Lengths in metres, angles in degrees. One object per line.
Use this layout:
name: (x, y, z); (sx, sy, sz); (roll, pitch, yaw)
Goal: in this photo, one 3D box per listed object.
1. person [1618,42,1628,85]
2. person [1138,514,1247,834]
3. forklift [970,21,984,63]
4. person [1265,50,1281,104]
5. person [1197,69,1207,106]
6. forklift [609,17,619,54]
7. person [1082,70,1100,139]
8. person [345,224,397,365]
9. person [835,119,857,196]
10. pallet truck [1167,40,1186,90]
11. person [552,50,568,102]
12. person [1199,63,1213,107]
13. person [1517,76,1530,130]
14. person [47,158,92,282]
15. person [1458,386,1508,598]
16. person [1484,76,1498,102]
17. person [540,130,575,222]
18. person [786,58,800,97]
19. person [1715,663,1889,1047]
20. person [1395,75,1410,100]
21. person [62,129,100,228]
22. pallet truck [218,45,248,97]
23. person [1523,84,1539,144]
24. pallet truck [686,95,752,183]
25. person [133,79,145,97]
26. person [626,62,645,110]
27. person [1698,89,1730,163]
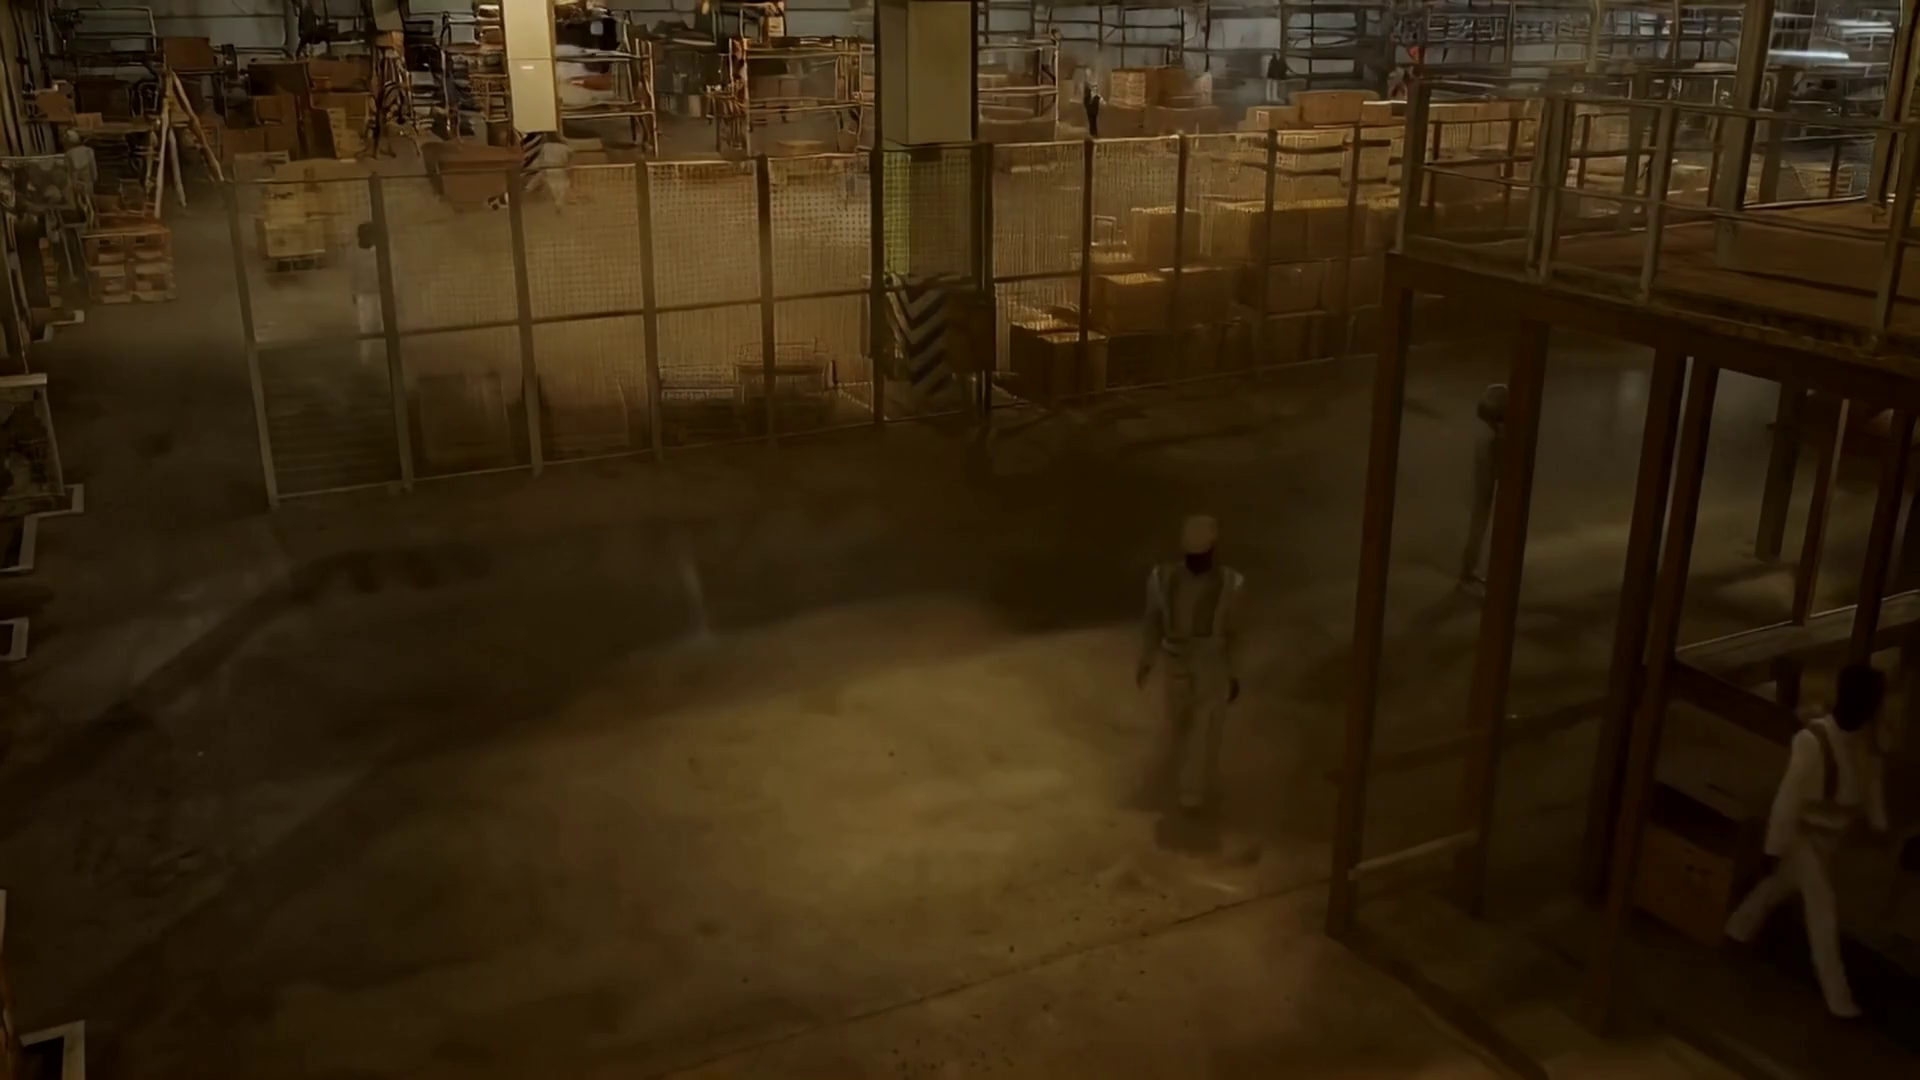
person: (28.787, -20.592, 71.930); (0.429, 1.844, 0.627); (-15, 24, -36)
person: (1.408, 0.713, 10.070); (0.632, 1.918, 0.952); (6, 20, 17)
forklift: (0.489, -19.598, 67.480); (1.129, 2.768, 1.873); (-9, 21, -25)
person: (11.739, -17.334, 62.288); (0.700, 1.984, 0.461); (16, 24, 38)
person: (8.350, -15.282, 56.904); (0.852, 1.592, 0.529); (0, 19, 1)
forklift: (-15.114, -21.458, 72.872); (1.873, 2.768, 1.129); (-4, 19, -11)
person: (3.887, -12.934, 49.430); (0.539, 2.000, 0.689); (-3, 19, -8)
person: (-7.607, -3.177, 21.510); (0.645, 1.790, 0.952); (-2, 19, -5)
person: (-2.558, -8.607, 37.424); (0.533, 1.690, 0.321); (5, 20, 13)
pallet truck: (9.045, -19.971, 69.895); (0.823, 1.965, 1.885); (-3, 19, -8)
person: (-15.207, -17.626, 63.204); (0.648, 1.923, 0.493); (-13, 23, -34)
person: (8.378, -15.213, 56.335); (0.962, 1.834, 0.611); (-5, 20, -14)
person: (17.792, -13.763, 52.369); (0.559, 1.674, 0.614); (-5, 20, -15)
person: (-14.493, -5.216, 27.127); (0.608, 1.996, 0.381); (-17, 25, -41)
person: (4.289, -0.403, 13.555); (0.301, 1.745, 0.483); (6, 20, 16)
person: (15.432, -12.619, 48.740); (0.560, 1.885, 1.013); (-8, 21, -23)
person: (-8.150, -7.369, 33.666); (0.626, 1.816, 0.909); (3, 19, 8)
person: (-6.223, -17.169, 61.860); (0.359, 1.938, 0.635); (18, 26, 41)
person: (4.201, 1.436, 8.111); (0.597, 1.828, 1.000); (-11, 22, -29)
person: (13.337, -13.021, 49.951); (0.612, 1.874, 1.006); (3, 19, 9)
person: (-17.243, -7.068, 32.601); (0.375, 1.922, 0.594); (14, 24, 35)
pallet truck: (-28.879, -18.665, 66.111); (0.823, 1.965, 1.885); (-3, 19, -9)
person: (15.683, -11.596, 45.803); (0.321, 1.876, 0.532); (17, 26, 41)
pallet truck: (-5.836, -9.608, 39.856); (0.823, 1.965, 1.885); (10, 22, 27)
person: (-25.283, -13.410, 51.430); (0.516, 1.634, 0.314); (7, 20, 20)
person: (-11.238, -15.623, 57.427); (0.589, 1.906, 0.607); (14, 24, 35)
person: (19.730, -10.767, 43.358); (0.555, 1.903, 0.865); (-5, 20, -15)
